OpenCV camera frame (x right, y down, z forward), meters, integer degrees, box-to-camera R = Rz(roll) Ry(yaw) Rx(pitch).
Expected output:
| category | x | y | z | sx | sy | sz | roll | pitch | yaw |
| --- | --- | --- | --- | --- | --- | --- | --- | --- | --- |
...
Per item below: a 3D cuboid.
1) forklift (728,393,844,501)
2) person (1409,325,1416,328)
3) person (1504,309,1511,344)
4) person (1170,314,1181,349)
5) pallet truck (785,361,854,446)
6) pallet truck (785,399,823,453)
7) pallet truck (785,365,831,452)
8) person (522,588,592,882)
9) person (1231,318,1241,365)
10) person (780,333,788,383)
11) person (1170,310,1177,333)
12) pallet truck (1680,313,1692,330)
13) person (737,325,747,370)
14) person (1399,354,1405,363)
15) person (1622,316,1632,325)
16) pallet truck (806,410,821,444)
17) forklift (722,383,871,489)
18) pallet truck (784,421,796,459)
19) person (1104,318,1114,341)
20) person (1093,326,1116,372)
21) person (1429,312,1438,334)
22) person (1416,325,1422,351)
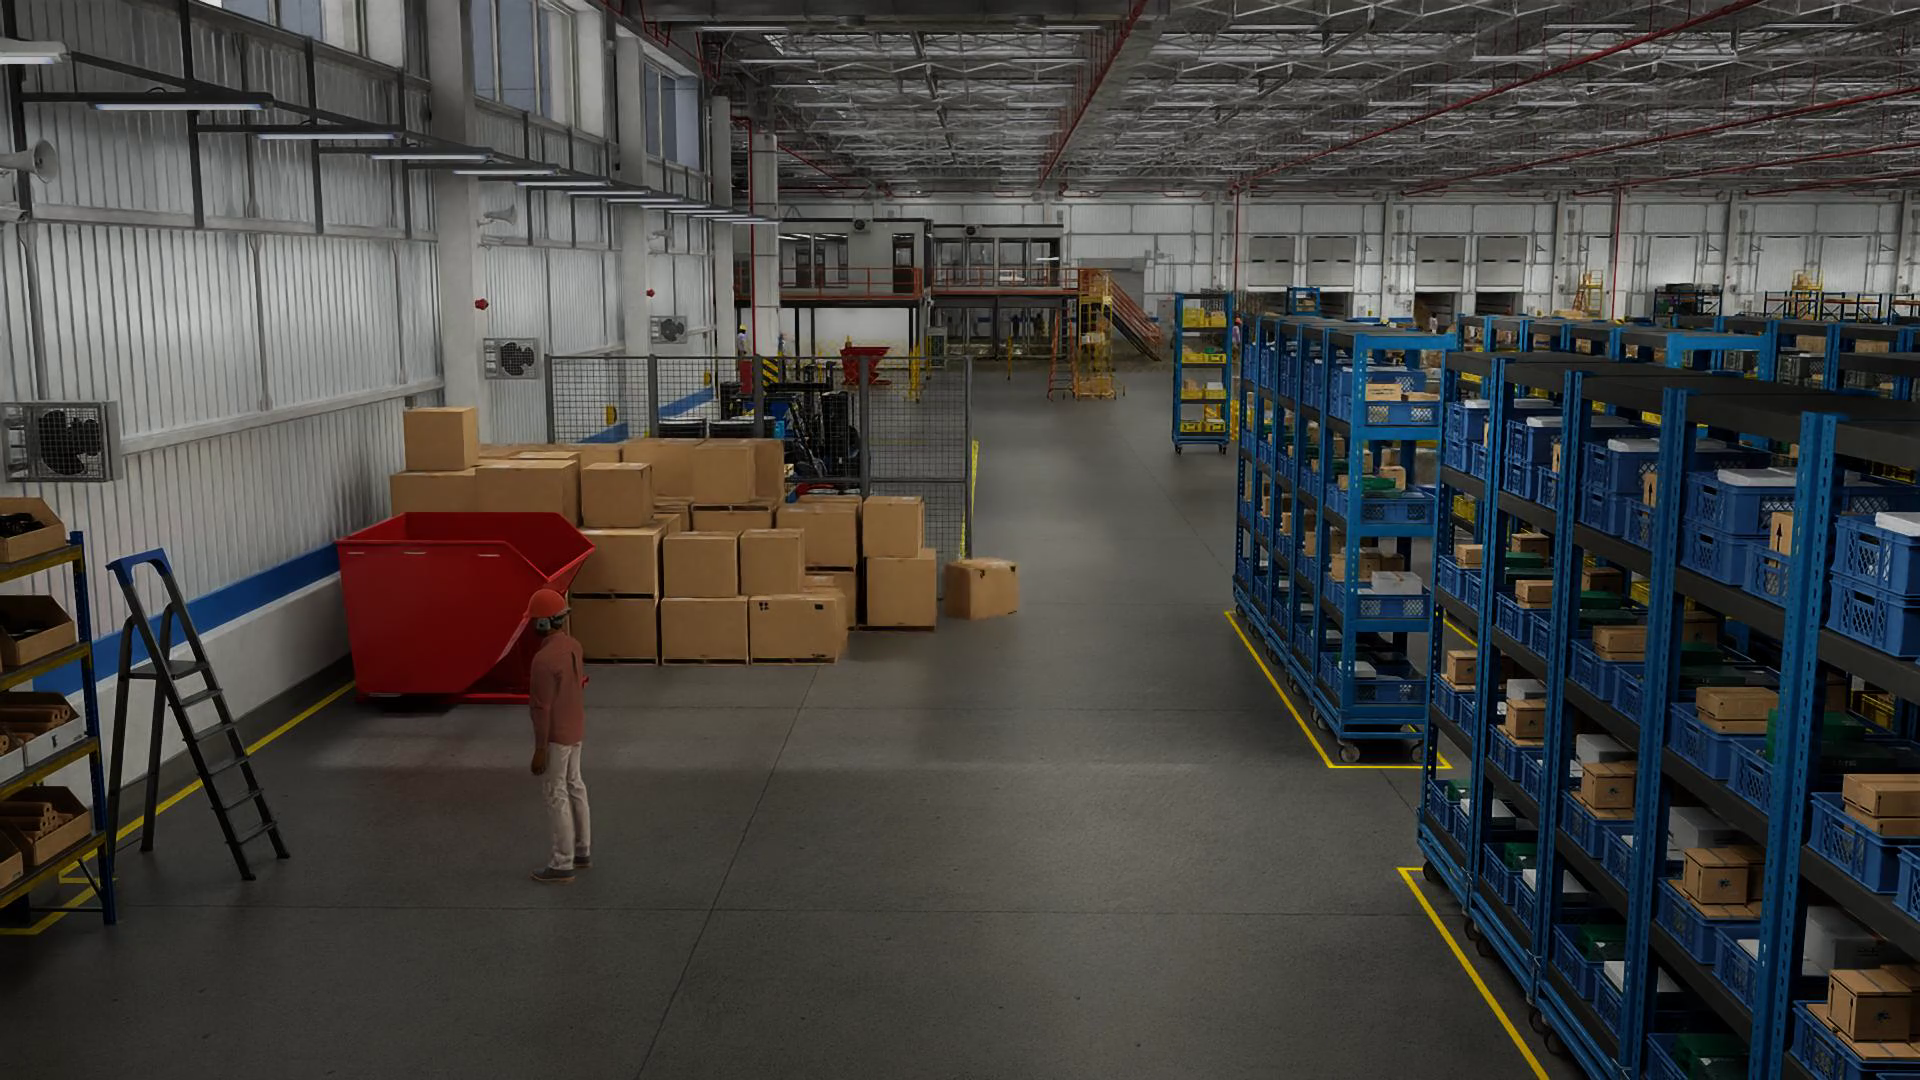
| category | x | y | z | sx | sy | sz | roll | pitch | yaw |
| --- | --- | --- | --- | --- | --- | --- | --- | --- | --- |
| forklift | -2.979 | -1.316 | 26.476 | 2.680 | 1.987 | 1.157 | 0 | 9 | 1 |
| person | 17.290 | -7.228 | 63.735 | 0.535 | 2.000 | 0.684 | 0 | 9 | 2 |
| person | 29.764 | -11.517 | 90.330 | 0.378 | 1.995 | 0.609 | -2 | 9 | -14 |
| person | 11.331 | -10.901 | 86.892 | 0.545 | 1.892 | 1.012 | -5 | 11 | -29 |
| pallet truck | -3.410 | -3.193 | 38.978 | 1.885 | 1.965 | 0.823 | 0 | 9 | -1 |
| pallet truck | -3.814 | -2.432 | 36.419 | 1.630 | 1.274 | 0.653 | 0 | 9 | 1 |
| pallet truck | -3.774 | -2.976 | 37.635 | 1.885 | 1.965 | 0.823 | 1 | 9 | 5 |
| person | -2.730 | 1.308 | 11.223 | 0.397 | 1.991 | 0.620 | 1 | 9 | 9 |
| person | 12.108 | -8.688 | 72.738 | 0.393 | 2.039 | 0.613 | -1 | 9 | -5 |
| person | -6.571 | -6.653 | 60.793 | 0.578 | 1.856 | 0.882 | -5 | 11 | -29 |
| person | 12.239 | -12.141 | 94.377 | 0.616 | 1.945 | 1.043 | 3 | 10 | 21 |
| pallet truck | 36.315 | -10.531 | 84.244 | 0.823 | 1.965 | 1.885 | -6 | 11 | -33 |
| person | -8.712 | -7.649 | 66.677 | 0.366 | 1.926 | 0.592 | -6 | 11 | -31 |
| person | 11.957 | -4.102 | 44.976 | 0.532 | 1.870 | 0.316 | -5 | 10 | -27 |
| person | 33.560 | -10.362 | 83.769 | 0.992 | 1.824 | 0.549 | -8 | 12 | -42 |
| pallet truck | -3.559 | -2.018 | 33.905 | 1.522 | 1.261 | 0.704 | 0 | 9 | -1 |
| forklift | -2.893 | -1.687 | 28.729 | 2.680 | 1.987 | 1.157 | 0 | 9 | -1 |
| pallet truck | -4.013 | -1.793 | 32.705 | 1.601 | 1.201 | 0.680 | 0 | 9 | 1 |
| person | 8.605 | -12.329 | 96.344 | 0.827 | 1.655 | 0.555 | -3 | 10 | -16 |
| person | 5.814 | -7.714 | 67.222 | 0.980 | 1.884 | 0.561 | -2 | 9 | -14 |
| person | 25.750 | -11.454 | 90.414 | 0.429 | 1.842 | 0.635 | 8 | 12 | 41 |
| person | 18.389 | -7.696 | 66.968 | 0.516 | 1.925 | 0.654 | 5 | 10 | 26 |
